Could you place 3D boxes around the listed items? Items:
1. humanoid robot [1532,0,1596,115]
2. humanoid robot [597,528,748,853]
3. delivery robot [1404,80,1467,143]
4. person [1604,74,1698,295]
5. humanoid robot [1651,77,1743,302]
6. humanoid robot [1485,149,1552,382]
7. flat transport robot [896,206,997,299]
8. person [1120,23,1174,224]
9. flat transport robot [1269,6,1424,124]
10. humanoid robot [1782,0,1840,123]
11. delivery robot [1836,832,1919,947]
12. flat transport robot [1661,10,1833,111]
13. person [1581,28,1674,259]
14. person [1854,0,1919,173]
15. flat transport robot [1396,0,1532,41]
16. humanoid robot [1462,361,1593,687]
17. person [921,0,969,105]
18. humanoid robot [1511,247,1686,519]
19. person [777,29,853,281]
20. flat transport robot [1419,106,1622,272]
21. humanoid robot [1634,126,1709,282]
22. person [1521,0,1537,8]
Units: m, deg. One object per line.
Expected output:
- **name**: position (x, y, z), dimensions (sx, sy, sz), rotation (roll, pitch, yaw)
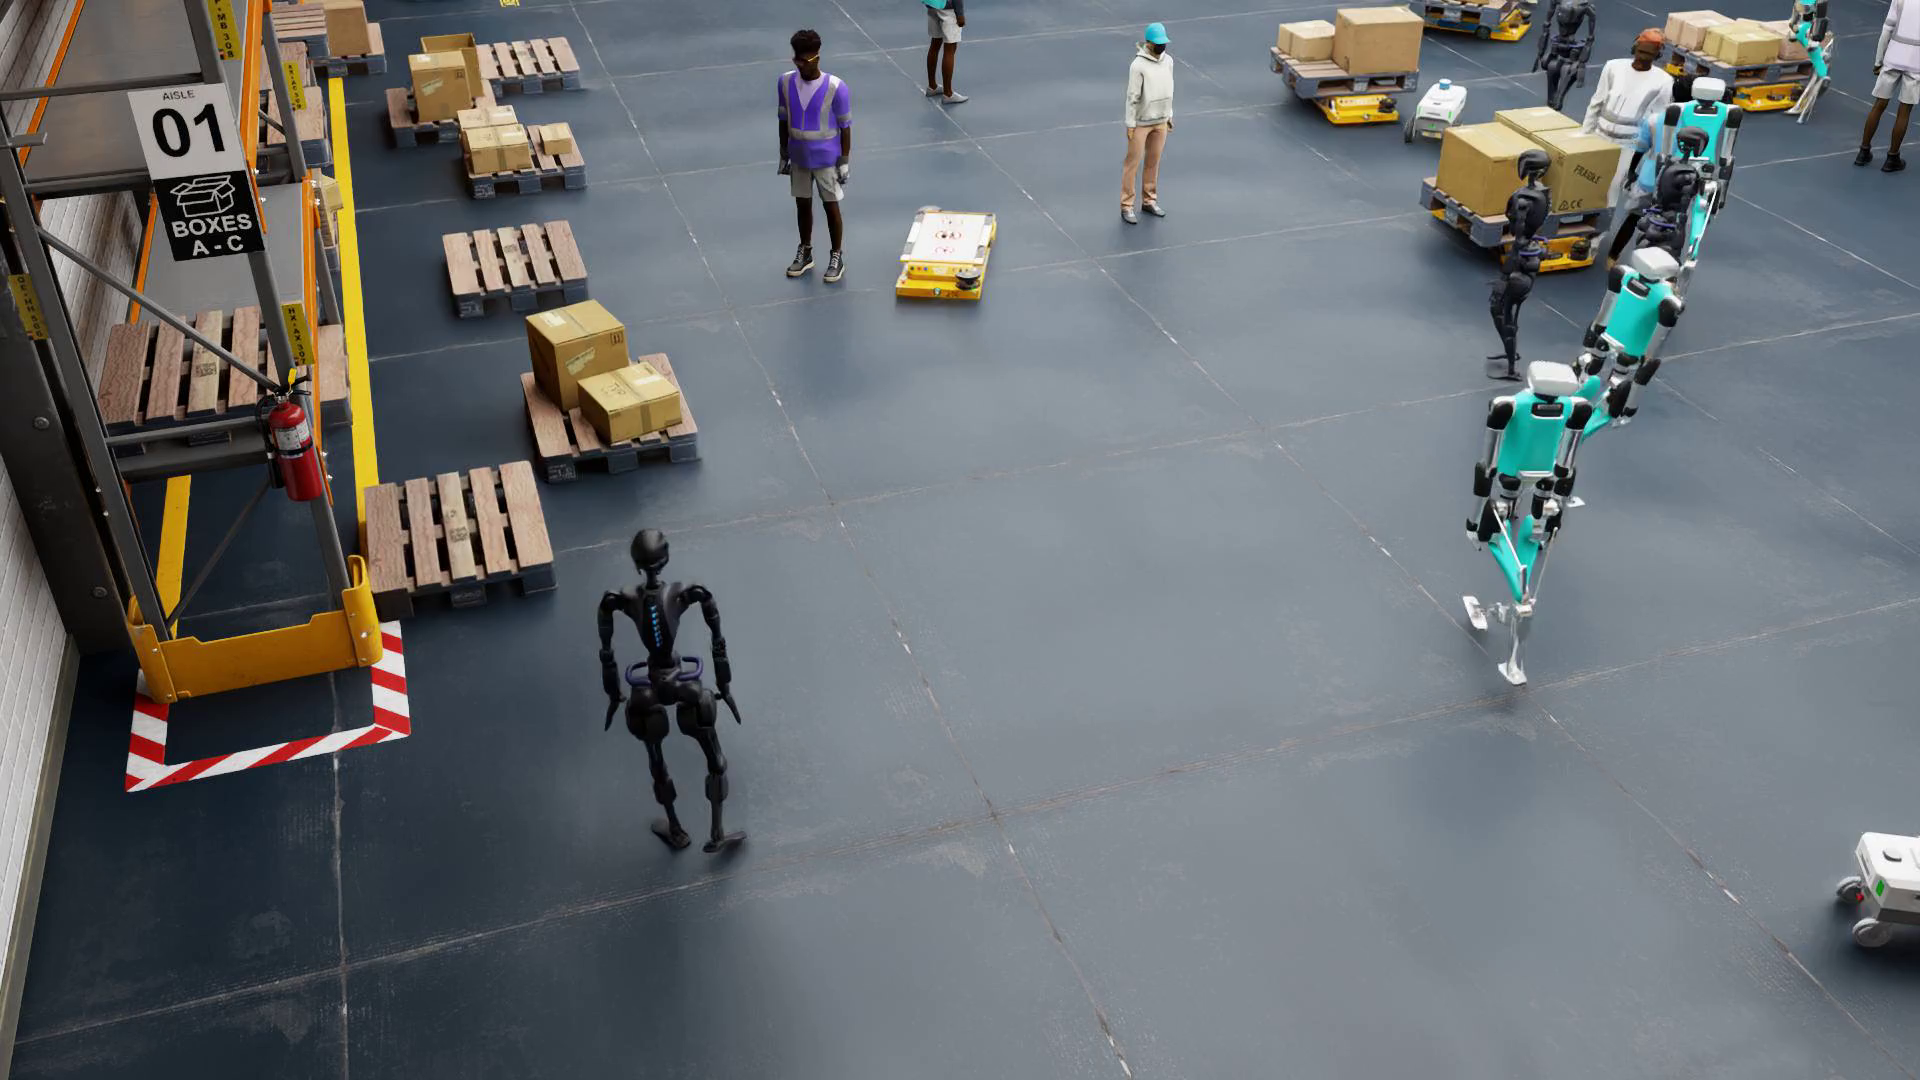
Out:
- **humanoid robot**: position (5.621, -4.474, 15.433), dimensions (0.372, 1.642, 0.592), rotation (-21, 39, -29)
- **humanoid robot**: position (-1.303, 0.722, 7.471), dimensions (0.616, 1.644, 0.468), rotation (-4, 33, -7)
- **delivery robot**: position (4.570, -4.064, 15.842), dimensions (0.499, 0.608, 0.797), rotation (15, 36, 21)
- **person**: position (5.394, -2.744, 12.810), dimensions (0.718, 1.654, 0.476), rotation (28, 42, 36)
- **humanoid robot**: position (5.361, -2.389, 12.285), dimensions (0.561, 1.901, 0.748), rotation (9, 34, 13)
- **humanoid robot**: position (3.850, -1.878, 11.454), dimensions (0.340, 1.648, 0.601), rotation (17, 37, 24)
- **flat transport robot**: position (-0.095, -2.327, 13.427), dimensions (0.659, 0.231, 1.431), rotation (4, 33, 5)
- **person**: position (1.592, -3.488, 13.919), dimensions (0.471, 1.674, 0.379), rotation (-18, 37, -26)
- **flat transport robot**: position (3.850, -4.535, 16.814), dimensions (0.659, 0.231, 1.431), rotation (-5, 33, -8)
- **humanoid robot**: position (8.330, -4.914, 16.081), dimensions (0.706, 1.821, 0.531), rotation (-2, 33, -3)
- **delivery robot**: position (4.299, 1.518, 7.250), dimensions (0.759, 0.575, 0.499), rotation (6, 34, 9)
- **flat transport robot**: position (7.997, -4.736, 17.122), dimensions (0.659, 0.231, 1.431), rotation (-8, 34, -12)
- **person**: position (5.243, -3.163, 13.263), dimensions (0.596, 1.858, 0.633), rotation (-27, 42, -35)
- **person**: position (8.493, -4.277, 14.892), dimensions (0.362, 1.935, 0.551), rotation (-27, 42, -35)
- **flat transport robot**: position (5.739, -5.956, 18.994), dimensions (1.431, 0.231, 0.659), rotation (17, 37, 24)
- **humanoid robot**: position (2.941, 0.007, 8.552), dimensions (0.555, 1.761, 1.060), rotation (-3, 33, -5)
- **person**: position (-0.151, -5.315, 16.494), dimensions (0.454, 1.931, 0.554), rotation (-20, 38, -27)
- **humanoid robot**: position (3.628, -0.829, 9.852), dimensions (0.894, 1.829, 0.555), rotation (-10, 34, -15)
- **person**: position (-1.132, -2.964, 12.852), dimensions (0.611, 1.963, 0.361), rotation (12, 35, 18)
- **flat transport robot**: position (4.571, -2.591, 13.832), dimensions (0.659, 0.231, 1.431), rotation (-9, 34, -14)
- **humanoid robot**: position (4.954, -2.141, 11.881), dimensions (0.442, 1.656, 0.590), rotation (2, 33, 2)
- **person**: position (6.592, -7.160, 19.442), dimensions (0.564, 1.810, 0.547), rotation (-7, 34, -10)
